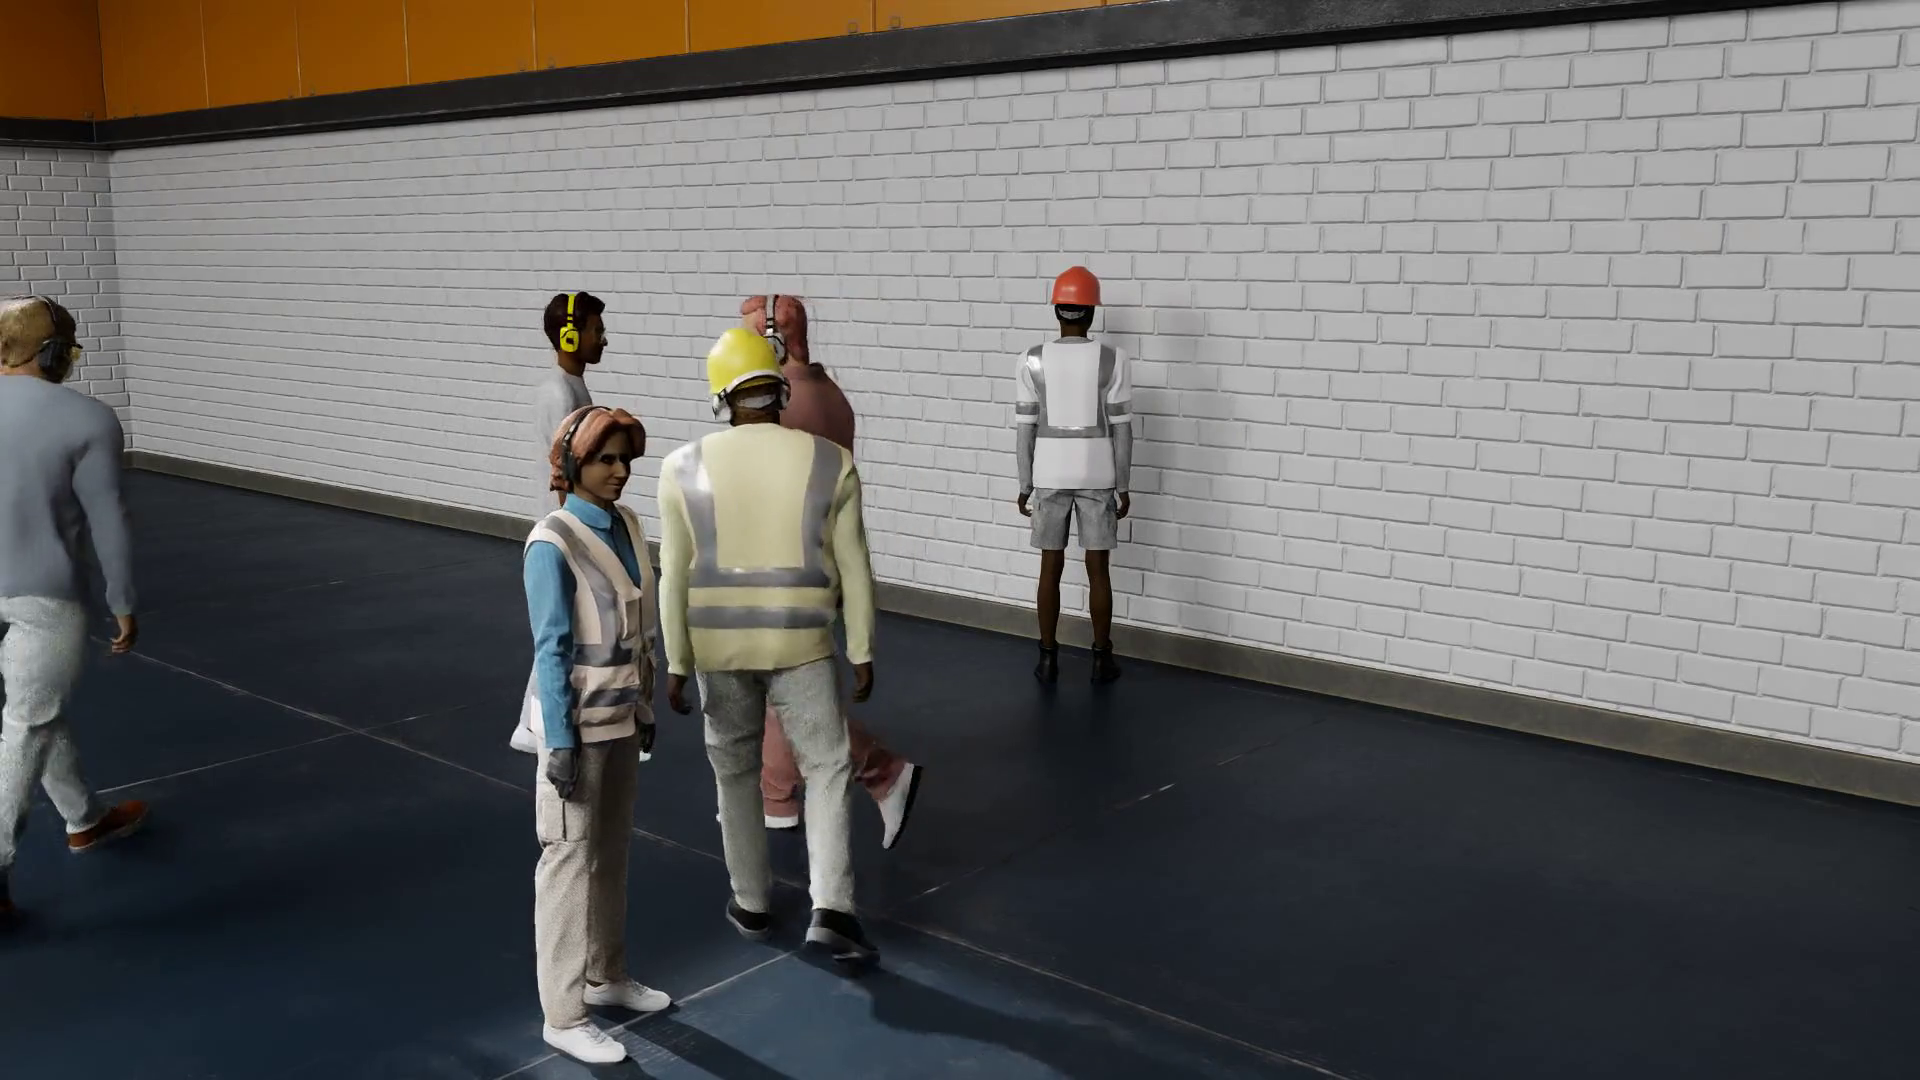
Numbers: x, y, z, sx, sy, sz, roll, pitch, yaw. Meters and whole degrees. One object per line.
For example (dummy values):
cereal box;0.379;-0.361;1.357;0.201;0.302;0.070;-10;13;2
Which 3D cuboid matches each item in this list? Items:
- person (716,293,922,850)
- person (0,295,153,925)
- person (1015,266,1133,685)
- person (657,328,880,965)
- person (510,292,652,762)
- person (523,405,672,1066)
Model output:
person;-0.494;0.125;5.532;0.770;1.879;0.657;3;10;15
person;-2.920;0.196;5.151;0.672;1.886;1.032;1;10;8
person;0.529;-0.289;7.718;0.543;1.939;0.360;1;10;8
person;-0.546;0.311;4.717;0.617;1.803;0.704;-1;10;-6
person;-1.515;-0.027;6.531;0.422;1.877;0.547;-3;10;-15
person;-0.920;0.477;4.213;0.314;1.636;0.517;2;10;13
